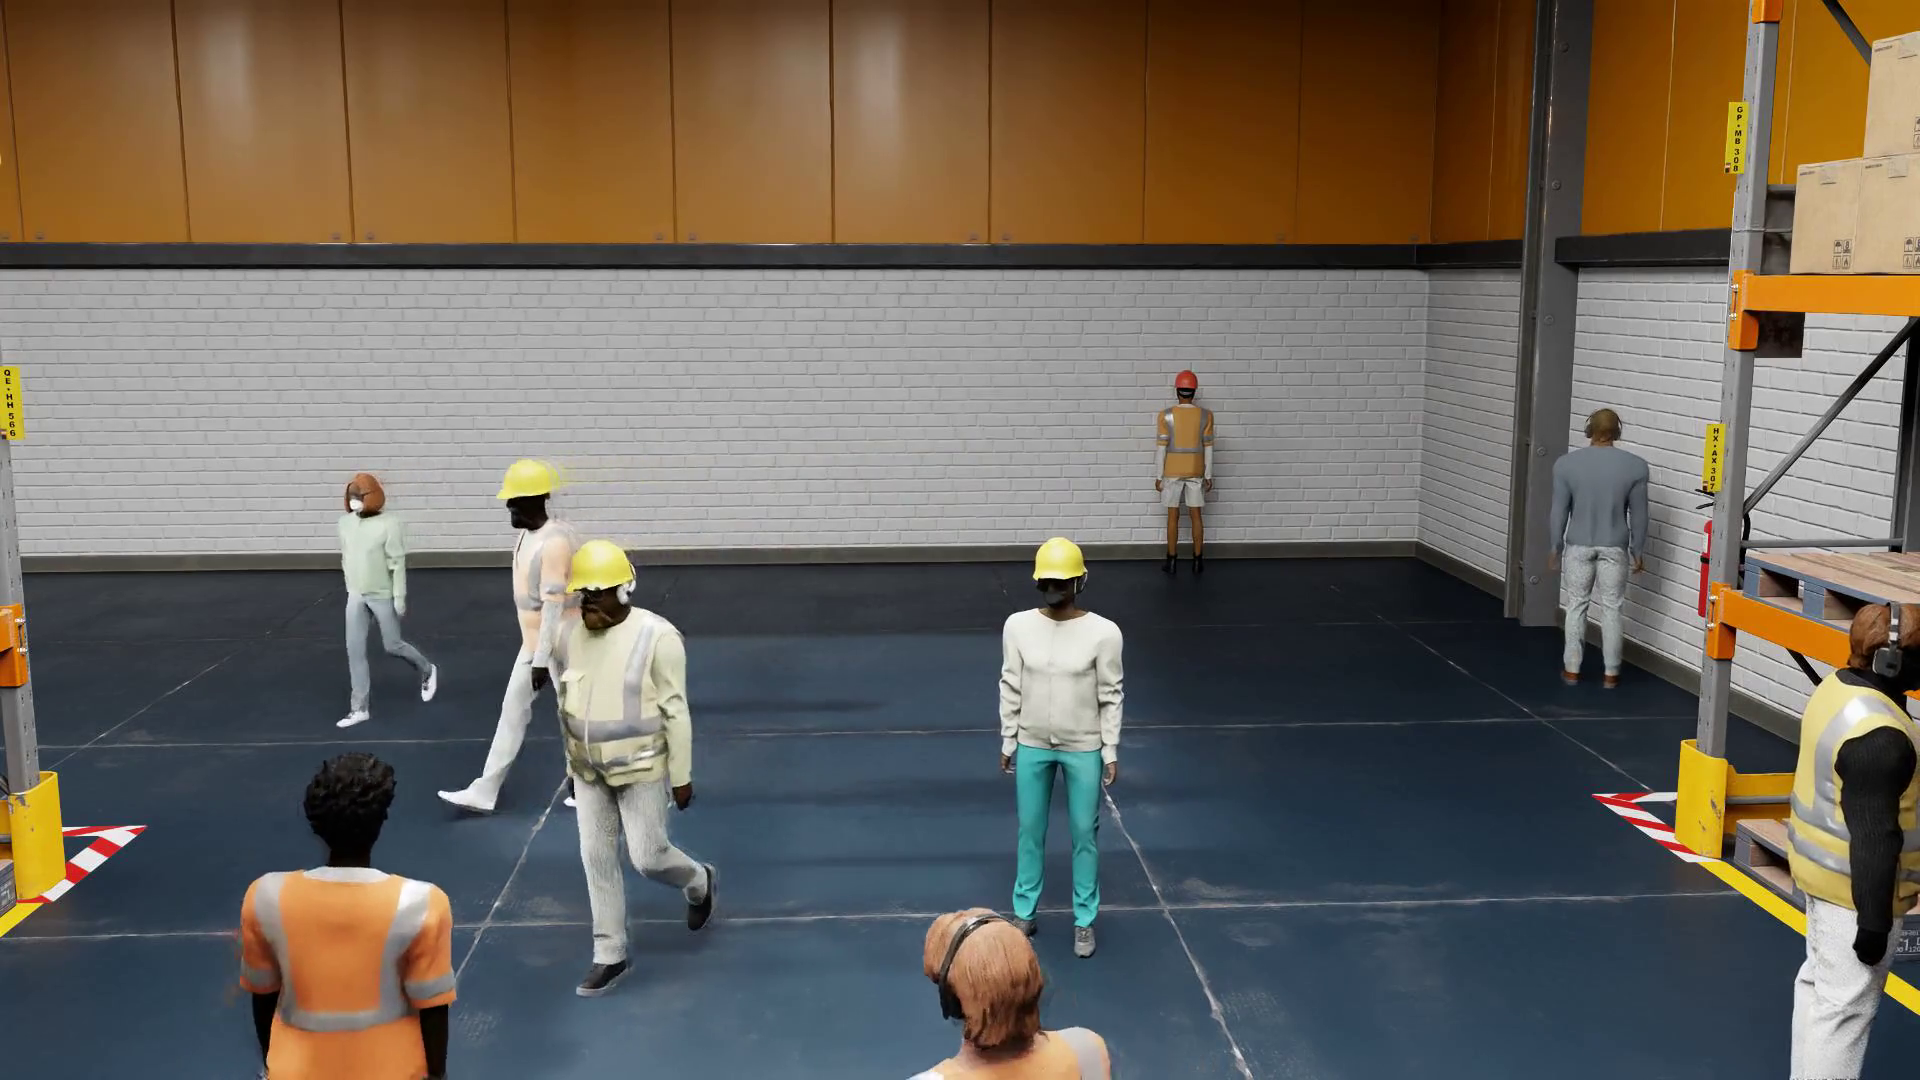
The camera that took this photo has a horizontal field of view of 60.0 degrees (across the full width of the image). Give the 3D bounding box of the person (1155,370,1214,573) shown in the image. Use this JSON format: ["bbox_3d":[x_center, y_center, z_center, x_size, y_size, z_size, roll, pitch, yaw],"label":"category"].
[{"bbox_3d":[2.132,-0.648,15.848,0.553,1.935,0.365,0,9,-2],"label":"person"}]

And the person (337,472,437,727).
[{"bbox_3d":[-3.698,0.349,10.650,0.504,1.608,0.720,3,10,20],"label":"person"}]

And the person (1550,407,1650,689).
[{"bbox_3d":[4.386,0.054,11.442,0.635,1.937,0.356,3,10,20],"label":"person"}]

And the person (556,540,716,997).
[{"bbox_3d":[-1.315,0.874,6.706,0.618,1.807,0.691,4,10,24],"label":"person"}]

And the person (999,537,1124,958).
[{"bbox_3d":[0.414,0.860,6.918,0.526,1.769,0.328,3,10,18],"label":"person"}]

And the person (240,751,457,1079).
[{"bbox_3d":[-1.520,1.357,4.132,0.540,1.661,0.846,-1,9,-7],"label":"person"}]

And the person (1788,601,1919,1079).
[{"bbox_3d":[2.846,1.094,5.242,0.430,1.837,0.624,3,10,18],"label":"person"}]

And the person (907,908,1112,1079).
[{"bbox_3d":[0.100,1.519,3.212,0.529,1.620,0.569,-4,10,-25],"label":"person"}]

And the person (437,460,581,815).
[{"bbox_3d":[-2.232,0.527,8.655,0.979,1.872,0.608,-6,11,-33],"label":"person"}]
